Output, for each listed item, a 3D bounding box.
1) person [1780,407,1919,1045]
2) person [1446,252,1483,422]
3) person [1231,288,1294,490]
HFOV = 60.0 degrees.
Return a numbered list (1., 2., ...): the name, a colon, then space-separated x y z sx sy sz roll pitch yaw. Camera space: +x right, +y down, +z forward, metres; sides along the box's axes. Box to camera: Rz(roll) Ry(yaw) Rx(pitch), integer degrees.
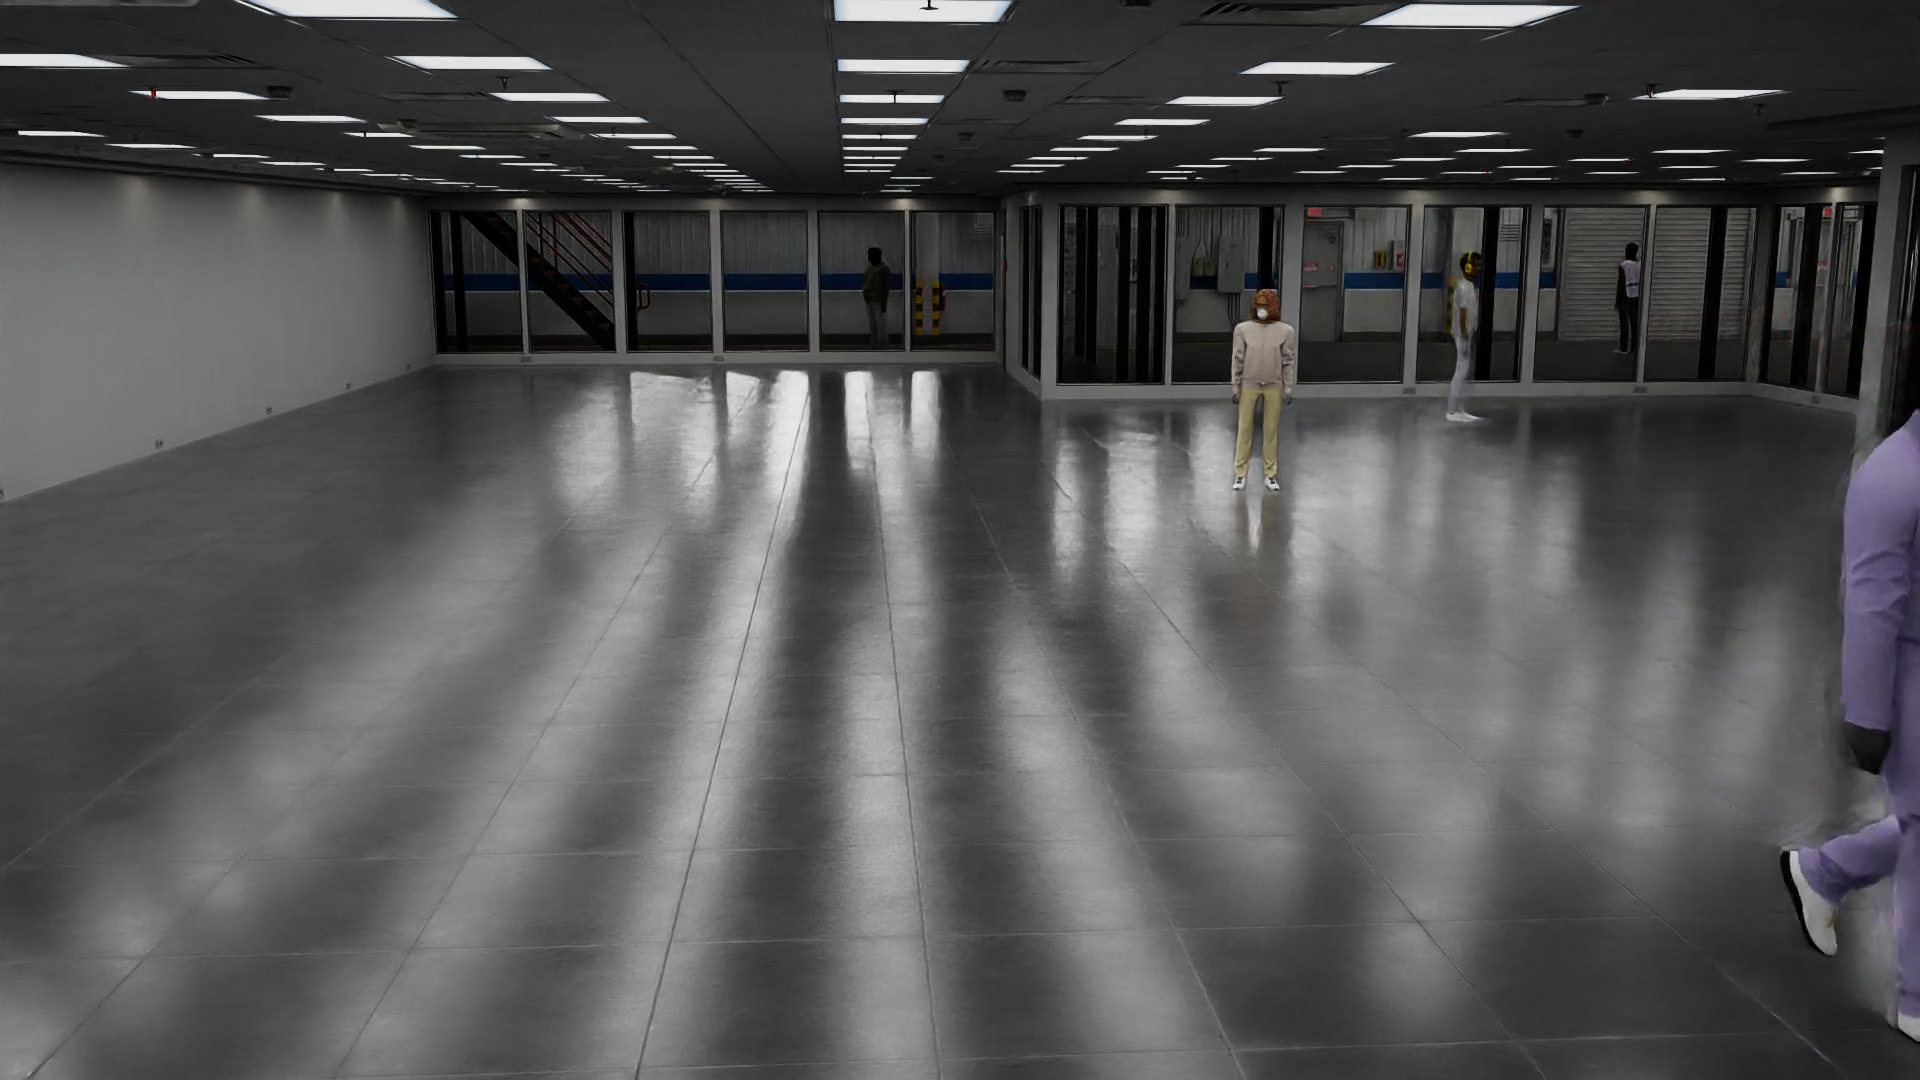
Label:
1. person: 2.487 0.361 4.294 0.654 1.882 0.687 -6 12 -28
2. person: 5.581 -2.235 18.354 0.307 1.868 0.532 4 11 21
3. person: 2.444 -1.217 13.483 0.497 1.633 0.278 1 11 5
